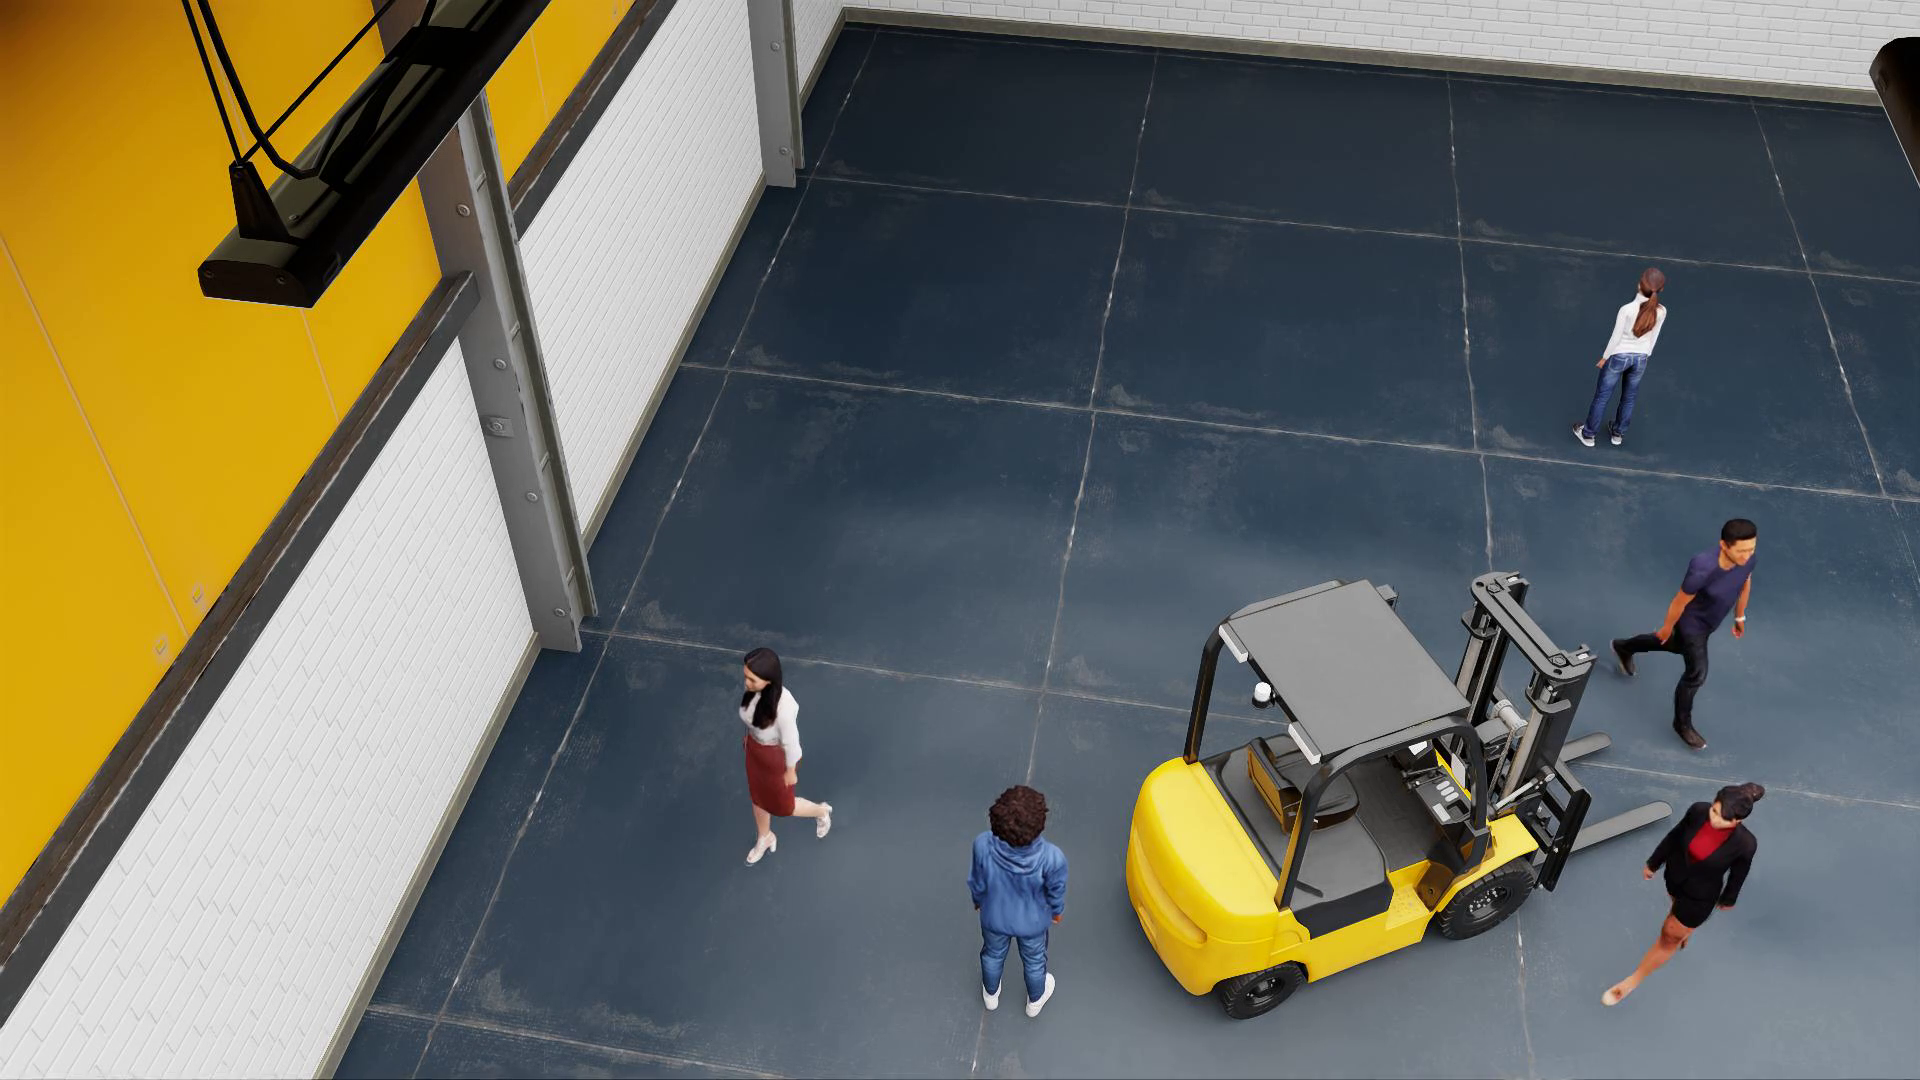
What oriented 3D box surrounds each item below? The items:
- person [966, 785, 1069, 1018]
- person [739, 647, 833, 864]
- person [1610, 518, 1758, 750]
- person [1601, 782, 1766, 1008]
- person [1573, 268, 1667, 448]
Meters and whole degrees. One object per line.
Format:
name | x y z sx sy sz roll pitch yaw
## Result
person | 0.297 1.927 8.793 0.678 1.810 0.559 9 44 9
person | -1.041 1.234 9.570 0.928 1.742 0.860 -29 51 -27
person | 4.547 0.447 10.387 1.102 1.754 1.217 -23 48 -22
person | 4.011 1.849 9.022 1.018 1.608 1.003 -21 48 -21
person | 4.980 -1.359 12.425 0.573 1.559 0.581 -2 44 -2
